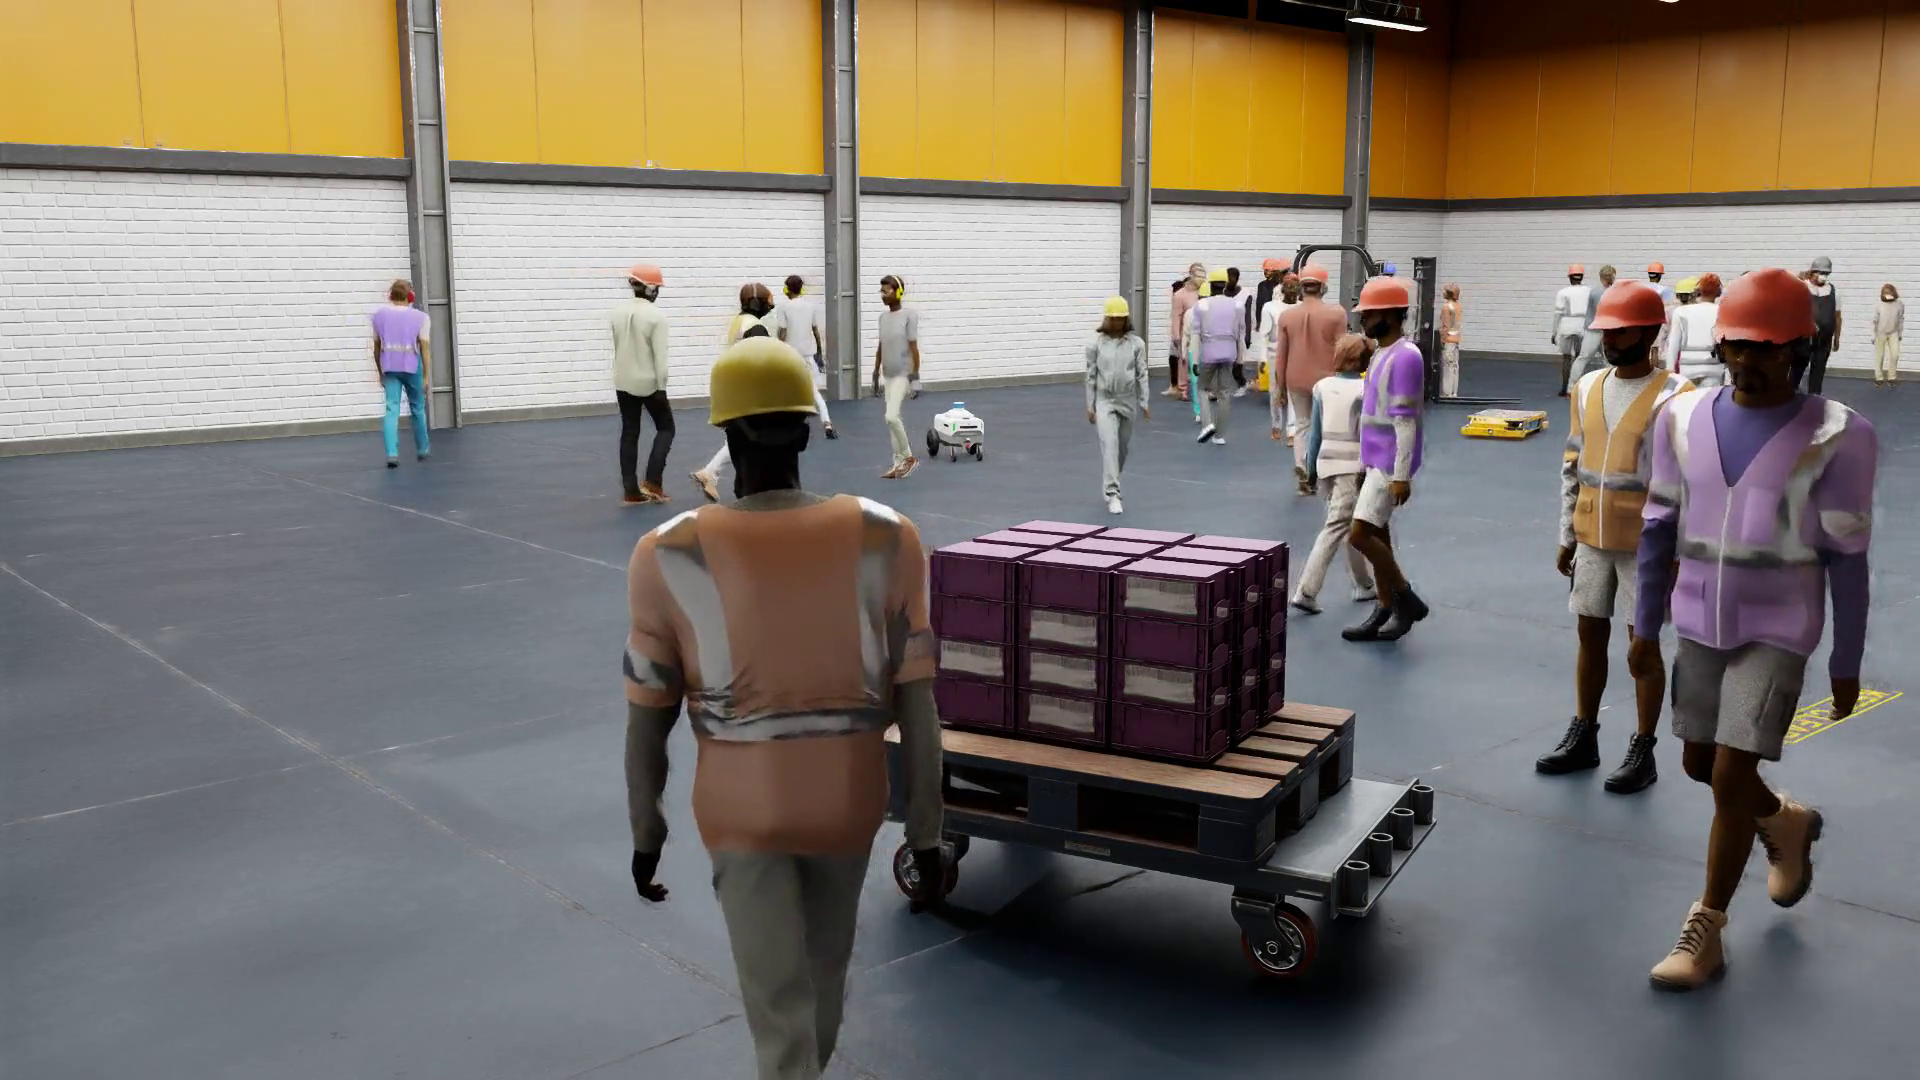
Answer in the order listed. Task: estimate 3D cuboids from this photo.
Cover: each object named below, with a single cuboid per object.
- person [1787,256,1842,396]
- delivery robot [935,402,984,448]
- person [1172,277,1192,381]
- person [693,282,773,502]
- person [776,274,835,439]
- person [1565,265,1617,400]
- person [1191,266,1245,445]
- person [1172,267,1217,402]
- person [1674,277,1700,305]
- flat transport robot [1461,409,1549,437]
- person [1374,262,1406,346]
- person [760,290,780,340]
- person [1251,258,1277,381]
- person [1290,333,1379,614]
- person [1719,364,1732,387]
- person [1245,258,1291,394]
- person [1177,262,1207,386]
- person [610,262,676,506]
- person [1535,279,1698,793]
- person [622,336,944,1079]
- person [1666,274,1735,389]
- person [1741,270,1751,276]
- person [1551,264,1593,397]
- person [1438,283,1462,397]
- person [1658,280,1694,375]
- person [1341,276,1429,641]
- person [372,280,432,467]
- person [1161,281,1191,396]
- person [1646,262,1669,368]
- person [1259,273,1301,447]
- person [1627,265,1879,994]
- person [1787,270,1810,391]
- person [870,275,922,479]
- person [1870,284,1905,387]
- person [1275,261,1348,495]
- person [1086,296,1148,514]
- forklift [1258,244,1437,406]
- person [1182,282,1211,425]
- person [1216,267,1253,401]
[{"bbox_3d":[11.050,-2.661,21.517,0.702,2.000,0.541,1,10,6],"label":"person"},{"bbox_3d":[-0.012,-1.135,16.656,0.477,0.478,0.707,-3,10,-16],"label":"delivery robot"},{"bbox_3d":[3.669,-3.404,26.901,0.534,1.690,0.319,4,11,24],"label":"person"},{"bbox_3d":[-1.732,-1.174,13.475,0.804,1.819,0.631,-3,10,-19],"label":"person"},{"bbox_3d":[-1.735,-2.023,18.435,0.565,1.833,0.781,-8,13,-40],"label":"person"},{"bbox_3d":[8.995,-2.867,23.152,1.025,1.882,0.671,5,11,28],"label":"person"},{"bbox_3d":[2.755,-1.964,17.823,0.605,1.913,0.414,-1,10,-6],"label":"person"},{"bbox_3d":[3.278,-2.826,22.988,0.684,1.860,0.916,-3,10,-15],"label":"person"},{"bbox_3d":[9.968,-2.705,22.662,0.517,1.733,0.790,-2,10,-12],"label":"person"},{"bbox_3d":[6.229,-1.342,18.970,0.652,0.197,1.431,6,11,31],"label":"flat transport robot"},{"bbox_3d":[6.581,-3.311,25.656,0.606,1.929,0.778,0,10,1],"label":"person"},{"bbox_3d":[-2.325,-2.193,19.968,0.499,1.634,0.279,-5,11,-29],"label":"person"},{"bbox_3d":[4.960,-3.509,26.618,0.395,1.993,0.616,-7,12,-37],"label":"person"},{"bbox_3d":[2.200,-0.379,9.478,0.873,1.594,0.526,-7,12,-35],"label":"person"},{"bbox_3d":[8.453,-1.896,18.327,0.500,1.602,0.788,7,12,37],"label":"person"},{"bbox_3d":[4.619,-3.089,24.186,1.040,1.986,0.629,4,11,24],"label":"person"},{"bbox_3d":[3.566,-3.290,25.544,0.642,1.912,0.864,6,12,32],"label":"person"},{"bbox_3d":[-2.578,-1.254,13.495,0.634,1.970,0.486,4,11,24],"label":"person"},{"bbox_3d":[2.499,-0.011,6.306,0.379,1.937,0.548,-6,12,-33],"label":"person"},{"bbox_3d":[-0.369,0.530,3.378,0.606,1.855,1.084,-3,10,-17],"label":"person"},{"bbox_3d":[6.990,-1.558,15.617,0.610,1.845,0.895,6,11,32],"label":"person"},{"bbox_3d":[9.737,-2.442,20.806,0.591,1.850,0.535,-9,13,-41],"label":"person"},{"bbox_3d":[8.827,-3.002,23.911,0.641,1.911,0.435,1,10,5],"label":"person"},{"bbox_3d":[6.875,-2.778,23.362,0.308,1.645,0.517,7,12,35],"label":"person"},{"bbox_3d":[9.254,-2.465,21.317,0.547,1.723,0.910,5,11,28],"label":"person"},{"bbox_3d":[2.176,-0.398,8.617,0.404,1.920,0.574,0,10,-1],"label":"person"},{"bbox_3d":[-5.408,-1.621,16.162,0.570,1.802,0.963,-1,10,-6],"label":"person"},{"bbox_3d":[3.251,-2.907,24.013,0.603,1.676,0.541,-3,10,-18],"label":"person"},{"bbox_3d":[10.638,-3.301,25.576,0.378,1.932,0.551,-8,13,-40],"label":"person"},{"bbox_3d":[3.523,-1.955,17.977,0.574,1.847,0.934,2,10,10],"label":"person"},{"bbox_3d":[2.278,0.228,4.737,0.861,2.010,0.620,-7,12,-37],"label":"person"},{"bbox_3d":[11.610,-2.803,22.992,0.430,1.828,0.626,7,12,35],"label":"person"},{"bbox_3d":[-0.598,-1.463,15.050,0.422,1.853,0.552,-9,13,-42],"label":"person"},{"bbox_3d":[14.326,-3.159,25.732,0.525,1.583,0.603,2,10,10],"label":"person"},{"bbox_3d":[2.919,-1.324,13.867,0.626,1.981,0.650,6,12,33],"label":"person"},{"bbox_3d":[1.246,-1.104,13.361,0.497,1.714,0.799,-2,10,-9],"label":"person"},{"bbox_3d":[5.256,-2.933,22.661,2.313,2.155,1.214,3,10,16],"label":"forklift"},{"bbox_3d":[2.934,-2.233,19.999,0.512,1.703,0.986,-1,10,-6],"label":"person"},{"bbox_3d":[3.864,-2.927,23.534,0.620,1.883,0.919,9,14,44],"label":"person"}]
